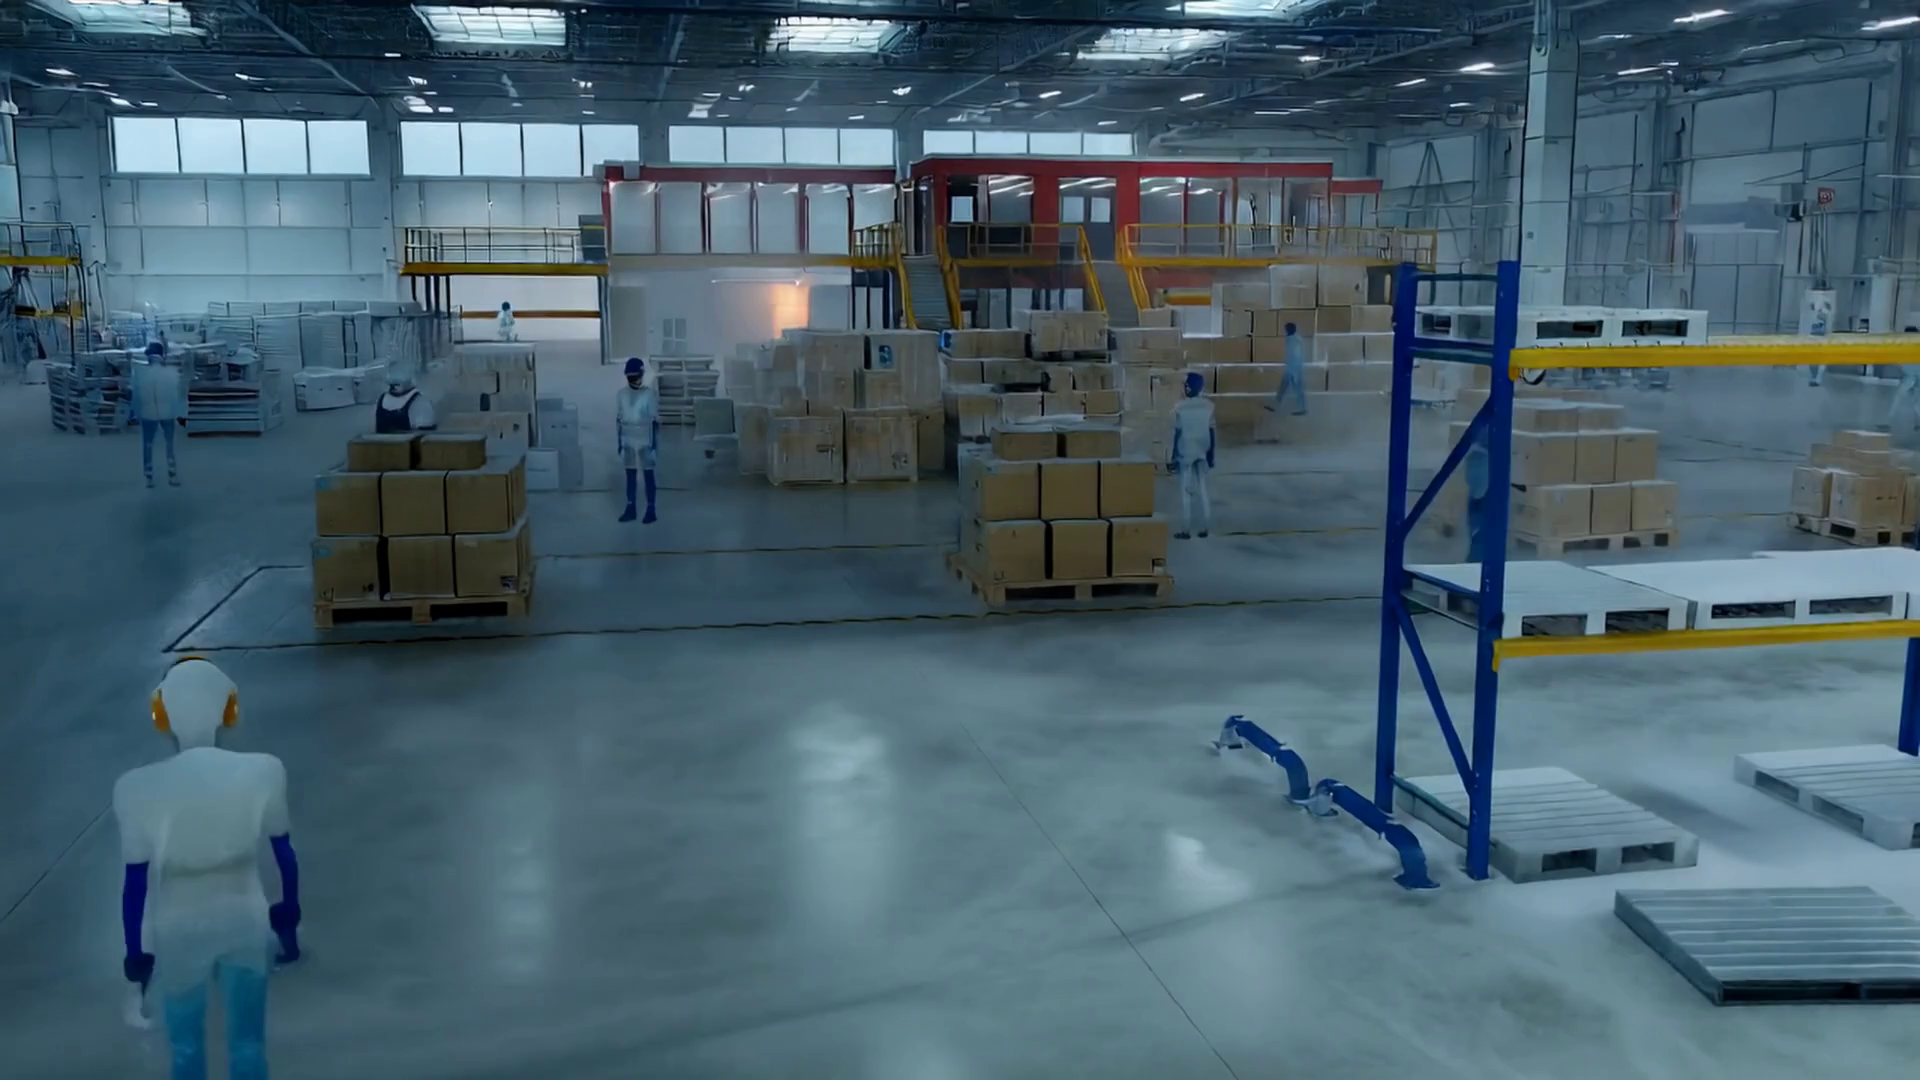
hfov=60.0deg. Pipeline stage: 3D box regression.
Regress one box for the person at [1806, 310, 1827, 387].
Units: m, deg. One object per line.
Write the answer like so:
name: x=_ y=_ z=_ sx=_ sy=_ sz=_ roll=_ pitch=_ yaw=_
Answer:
person: x=21.663 y=-4.844 z=42.037 sx=0.594 sy=1.929 sz=0.352 roll=-7 pitch=12 yaw=-38

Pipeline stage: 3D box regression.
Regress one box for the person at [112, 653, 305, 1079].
person: x=-2.352 y=1.248 z=5.238 sx=0.559 sy=1.814 sz=0.982 roll=-6 pitch=11 yaw=-32

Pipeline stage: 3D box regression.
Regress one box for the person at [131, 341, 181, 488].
person: x=-10.993 y=-1.716 z=22.780 sx=0.611 sy=1.994 sz=0.380 roll=-7 pitch=12 yaw=-38

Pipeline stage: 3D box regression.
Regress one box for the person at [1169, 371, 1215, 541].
person: x=2.556 y=-0.917 z=18.298 sx=0.521 sy=1.869 sz=0.327 roll=-3 pitch=10 yaw=-16

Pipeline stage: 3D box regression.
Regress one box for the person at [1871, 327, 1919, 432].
person: x=17.248 y=-2.923 z=30.400 sx=0.938 sy=1.898 sz=0.642 roll=6 pitch=11 yaw=34

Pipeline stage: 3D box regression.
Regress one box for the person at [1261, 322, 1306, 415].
person: x=6.657 y=-3.501 z=33.959 sx=0.996 sy=1.888 sz=0.648 roll=5 pitch=11 yaw=29

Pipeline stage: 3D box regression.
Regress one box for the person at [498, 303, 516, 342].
person: x=-14.613 y=-6.701 z=53.576 sx=0.584 sy=1.865 sz=0.741 roll=-8 pitch=12 yaw=-41

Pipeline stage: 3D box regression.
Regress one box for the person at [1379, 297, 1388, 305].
person: x=14.637 y=-7.448 z=57.827 sx=0.447 sy=1.970 sz=0.632 roll=1 pitch=9 yaw=6

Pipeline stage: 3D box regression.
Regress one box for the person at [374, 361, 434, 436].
person: x=-5.943 y=-0.902 z=17.672 sx=0.709 sy=2.000 sz=0.535 roll=3 pitch=10 yaw=16

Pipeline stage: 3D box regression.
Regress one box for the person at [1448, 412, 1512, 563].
person: x=4.279 y=-0.183 z=13.967 sx=0.540 sy=1.814 sz=0.852 roll=-7 pitch=12 yaw=-36

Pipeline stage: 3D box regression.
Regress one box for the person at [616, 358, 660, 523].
person: x=-3.801 y=-1.164 z=19.574 sx=0.548 sy=1.942 sz=0.348 roll=3 pitch=10 yaw=18
